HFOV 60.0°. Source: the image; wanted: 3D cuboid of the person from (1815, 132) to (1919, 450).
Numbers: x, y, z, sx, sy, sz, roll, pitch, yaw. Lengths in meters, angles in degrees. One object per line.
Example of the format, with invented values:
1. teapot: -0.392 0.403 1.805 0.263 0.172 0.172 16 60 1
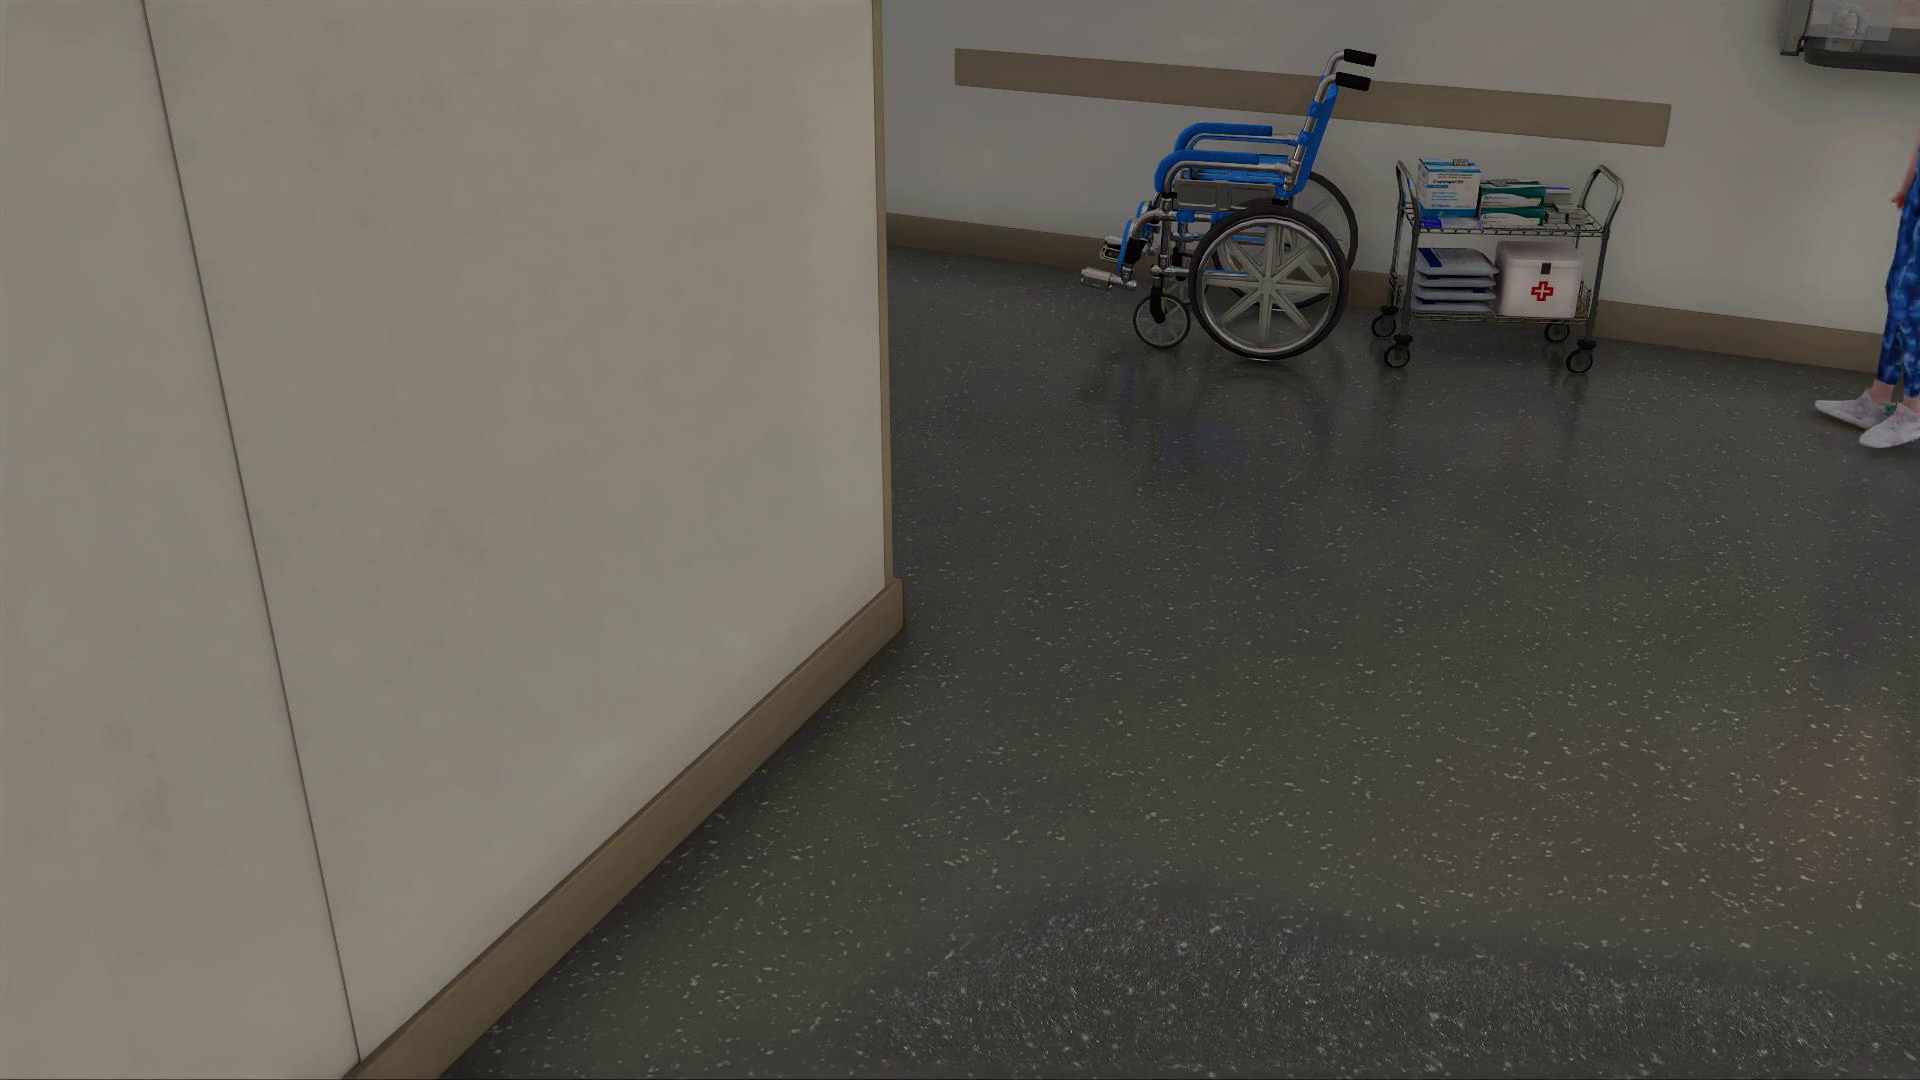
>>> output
1. person: 3.361 -1.153 5.645 0.804 1.781 0.569 11 28 22
